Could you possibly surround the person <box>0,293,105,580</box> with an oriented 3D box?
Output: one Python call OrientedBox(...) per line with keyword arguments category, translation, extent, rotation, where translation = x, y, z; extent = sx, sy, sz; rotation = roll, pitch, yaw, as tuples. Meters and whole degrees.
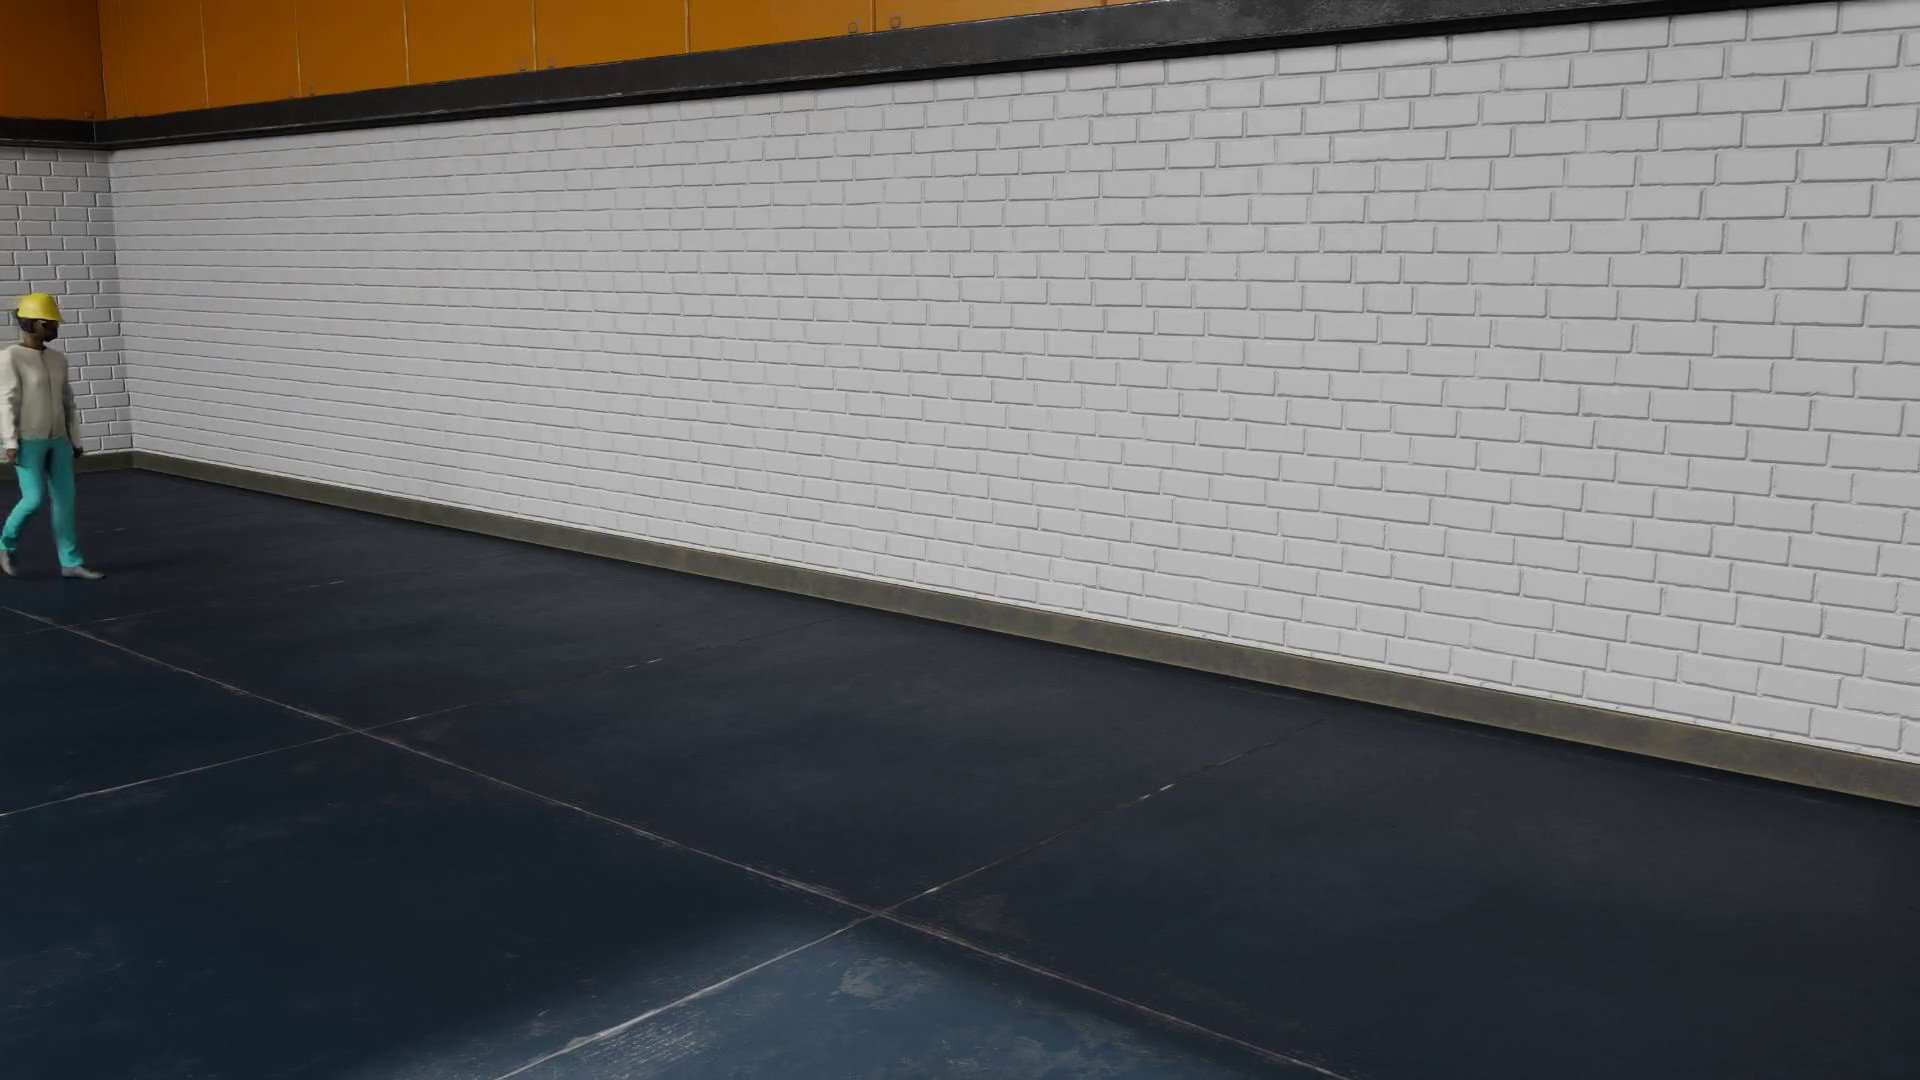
OrientedBox(category="person", translation=(-5.547, -0.605, 10.025), extent=(0.523, 1.755, 0.573), rotation=(2, 10, 14))
